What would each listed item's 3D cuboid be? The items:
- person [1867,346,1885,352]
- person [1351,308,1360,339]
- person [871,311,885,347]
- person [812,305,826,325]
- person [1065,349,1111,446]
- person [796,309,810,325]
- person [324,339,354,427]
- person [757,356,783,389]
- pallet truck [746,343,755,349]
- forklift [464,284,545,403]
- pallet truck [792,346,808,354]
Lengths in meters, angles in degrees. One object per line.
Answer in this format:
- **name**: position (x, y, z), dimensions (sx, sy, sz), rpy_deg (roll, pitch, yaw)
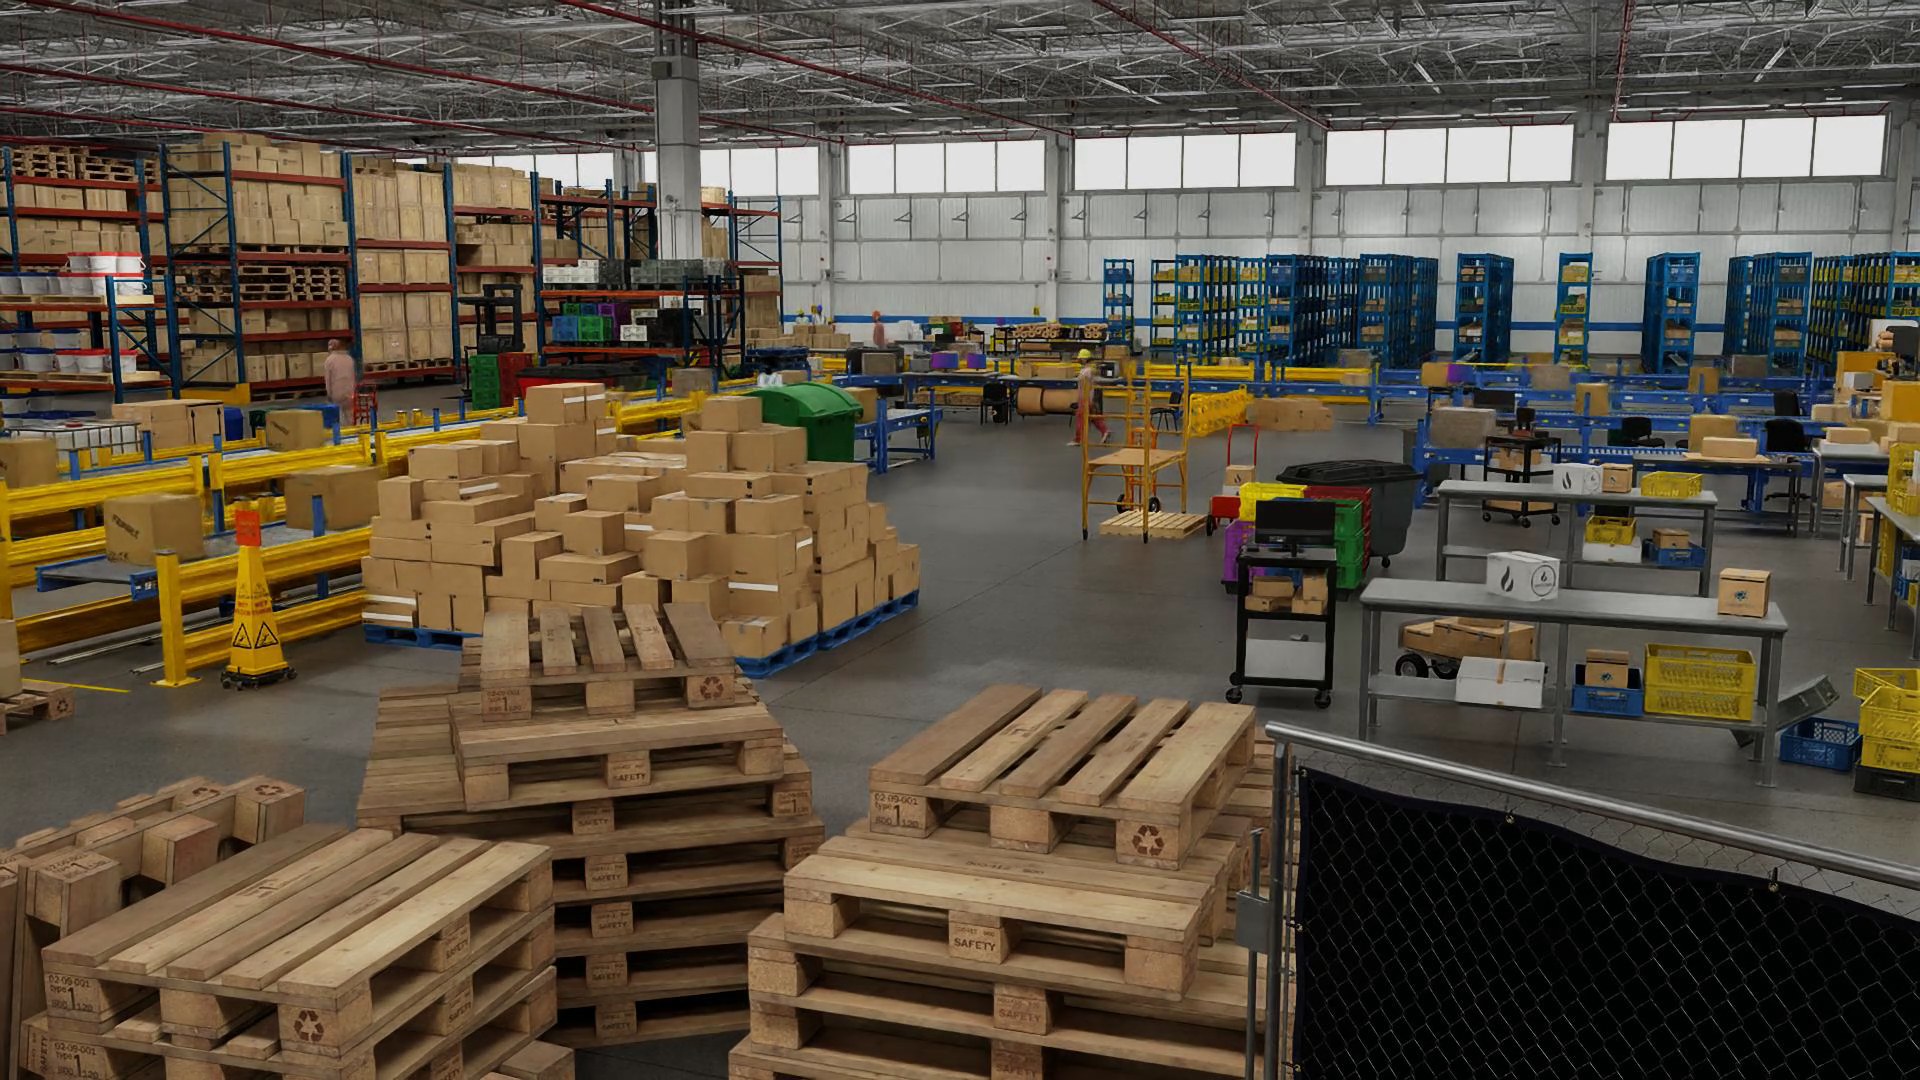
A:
- **person**: position (21.146, -4.035, 38.468), dimensions (0.401, 1.910, 0.642), rpy_deg (5, 10, 28)
- **person**: position (14.530, -7.609, 61.097), dimensions (0.390, 1.848, 0.564), rpy_deg (8, 12, 41)
- **person**: position (-2.409, -5.720, 48.805), dimensions (0.409, 1.982, 0.640), rpy_deg (2, 9, 12)
- **person**: position (-5.130, -7.588, 60.674), dimensions (0.602, 1.941, 0.402), rpy_deg (-5, 11, -31)
- **person**: position (2.292, -2.537, 29.582), dimensions (0.787, 1.743, 0.528), rpy_deg (-1, 9, -6)
- **person**: position (-6.084, -8.155, 64.921), dimensions (0.578, 1.724, 0.722), rpy_deg (1, 9, 6)
- **person**: position (-11.180, -2.668, 29.943), dimensions (0.529, 1.887, 0.661), rpy_deg (6, 11, 33)
- **person**: position (-3.229, -2.280, 28.137), dimensions (0.540, 1.682, 0.372), rpy_deg (4, 10, 24)
- **pallet truck**: position (-6.183, -4.618, 44.264), dimensions (1.601, 1.201, 0.680), rpy_deg (-9, 12, -43)
- **forklift**: position (-10.832, -4.702, 39.610), dimensions (1.129, 2.768, 1.873), rpy_deg (3, 10, 20)
- **pallet truck**: position (-3.705, -4.298, 42.022), dimensions (0.653, 1.274, 1.630), rpy_deg (3, 10, 20)
